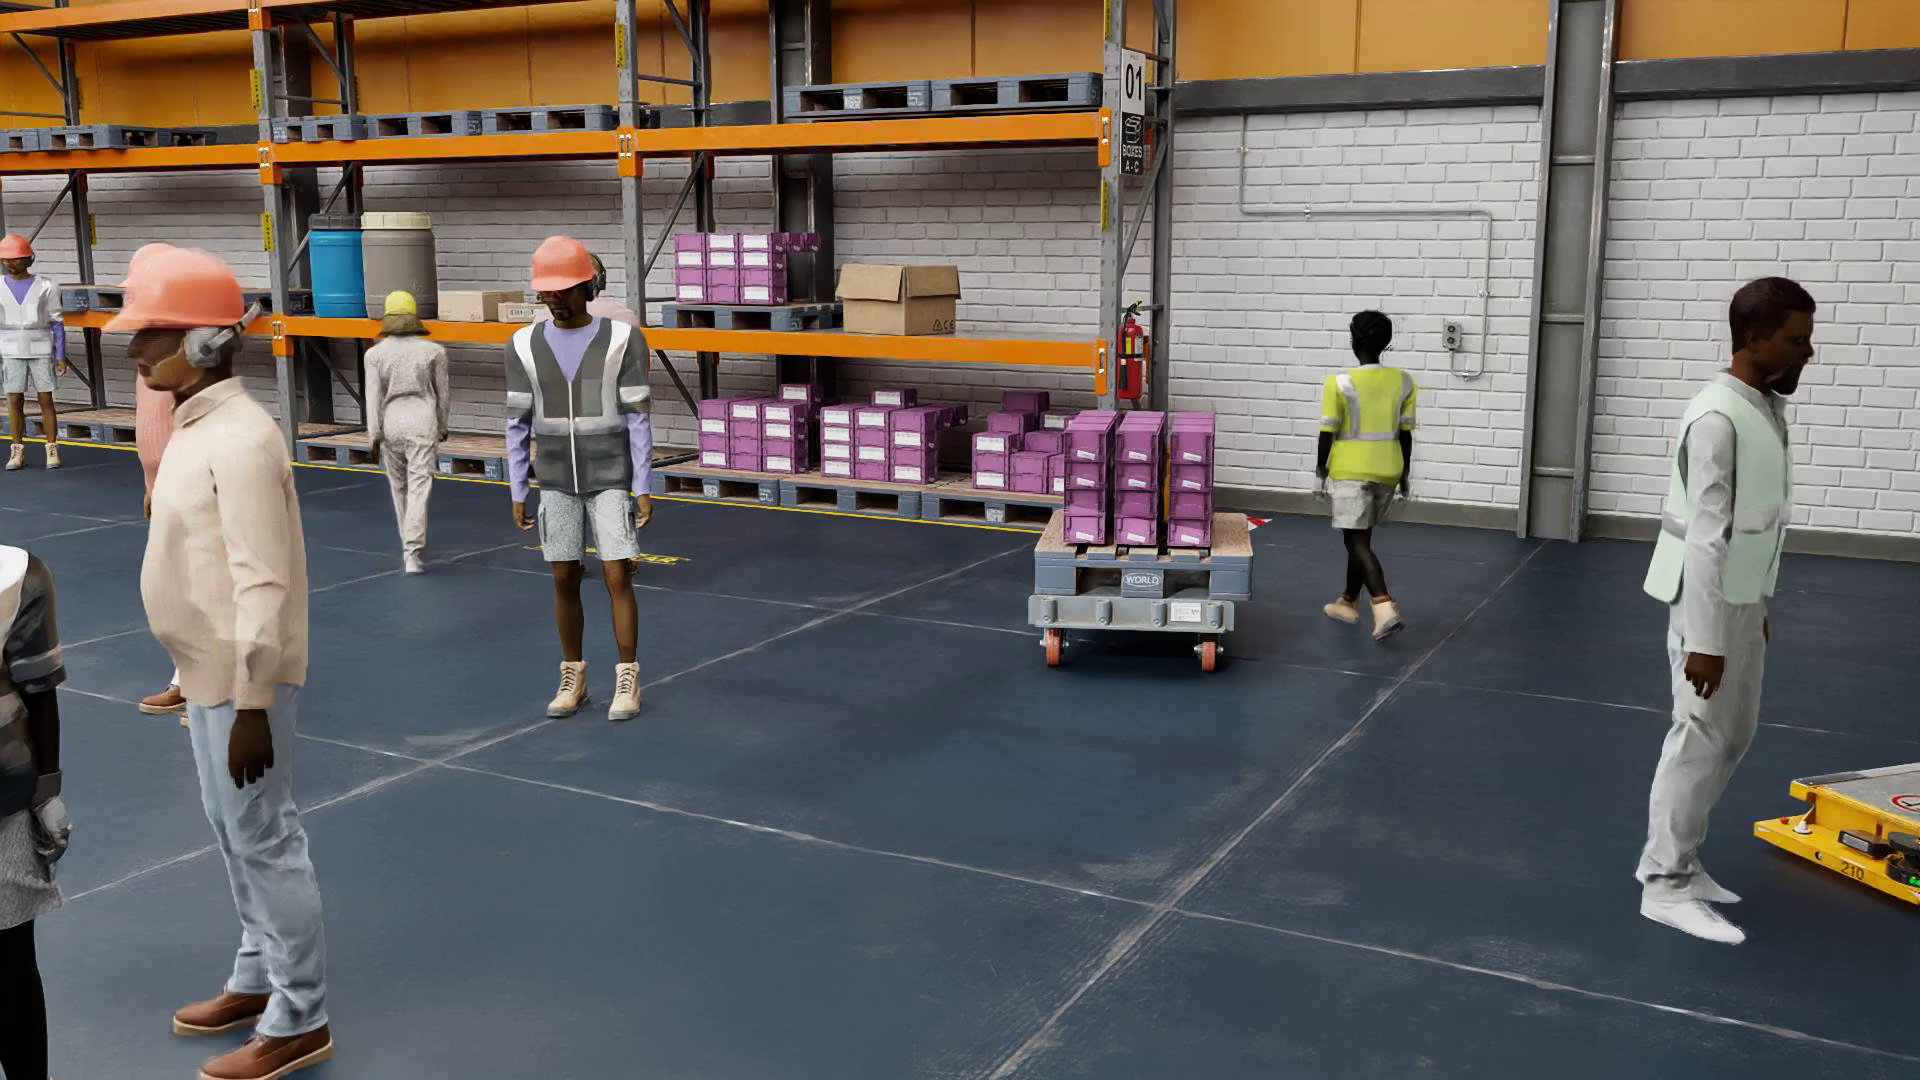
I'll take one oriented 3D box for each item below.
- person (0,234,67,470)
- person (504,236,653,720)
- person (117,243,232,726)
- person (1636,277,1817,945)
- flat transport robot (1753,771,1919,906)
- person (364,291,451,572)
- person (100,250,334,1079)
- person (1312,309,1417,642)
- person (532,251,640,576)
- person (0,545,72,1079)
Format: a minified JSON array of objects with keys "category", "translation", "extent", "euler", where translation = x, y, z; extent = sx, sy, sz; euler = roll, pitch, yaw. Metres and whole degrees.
[{"category":"person","translation":[-8.118,-1.623,14.469],"extent":[0.611,2.040,0.393],"euler":[-4,11,-21]},{"category":"person","translation":[-1.594,-0.245,6.965],"extent":[0.617,2.028,0.409],"euler":[0,10,2]},{"category":"person","translation":[-3.232,-0.225,6.932],"extent":[0.622,1.994,0.380],"euler":[8,13,38]},{"category":"person","translation":[2.231,0.199,4.872],"extent":[0.404,1.911,0.644],"euler":[8,13,37]},{"category":"flat transport robot","translation":[3.408,0.911,5.432],"extent":[1.431,0.197,0.652],"euler":[-4,11,-19]},{"category":"person","translation":[-3.383,-0.677,10.247],"extent":[0.483,1.687,0.943],"euler":[-2,10,-9]},{"category":"person","translation":[-1.768,0.318,3.989],"extent":[0.401,1.988,0.639],"euler":[-7,13,-35]},{"category":"person","translation":[2.078,-0.331,8.423],"extent":[0.537,1.668,0.817],"euler":[-3,11,-18]},{"category":"person","translation":[-2.171,-0.719,9.795],"extent":[0.635,1.938,0.361],"euler":[0,10,-2]},{"category":"person","translation":[-2.116,0.563,3.430],"extent":[0.533,1.697,0.318],"euler":[-7,12,-32]}]
